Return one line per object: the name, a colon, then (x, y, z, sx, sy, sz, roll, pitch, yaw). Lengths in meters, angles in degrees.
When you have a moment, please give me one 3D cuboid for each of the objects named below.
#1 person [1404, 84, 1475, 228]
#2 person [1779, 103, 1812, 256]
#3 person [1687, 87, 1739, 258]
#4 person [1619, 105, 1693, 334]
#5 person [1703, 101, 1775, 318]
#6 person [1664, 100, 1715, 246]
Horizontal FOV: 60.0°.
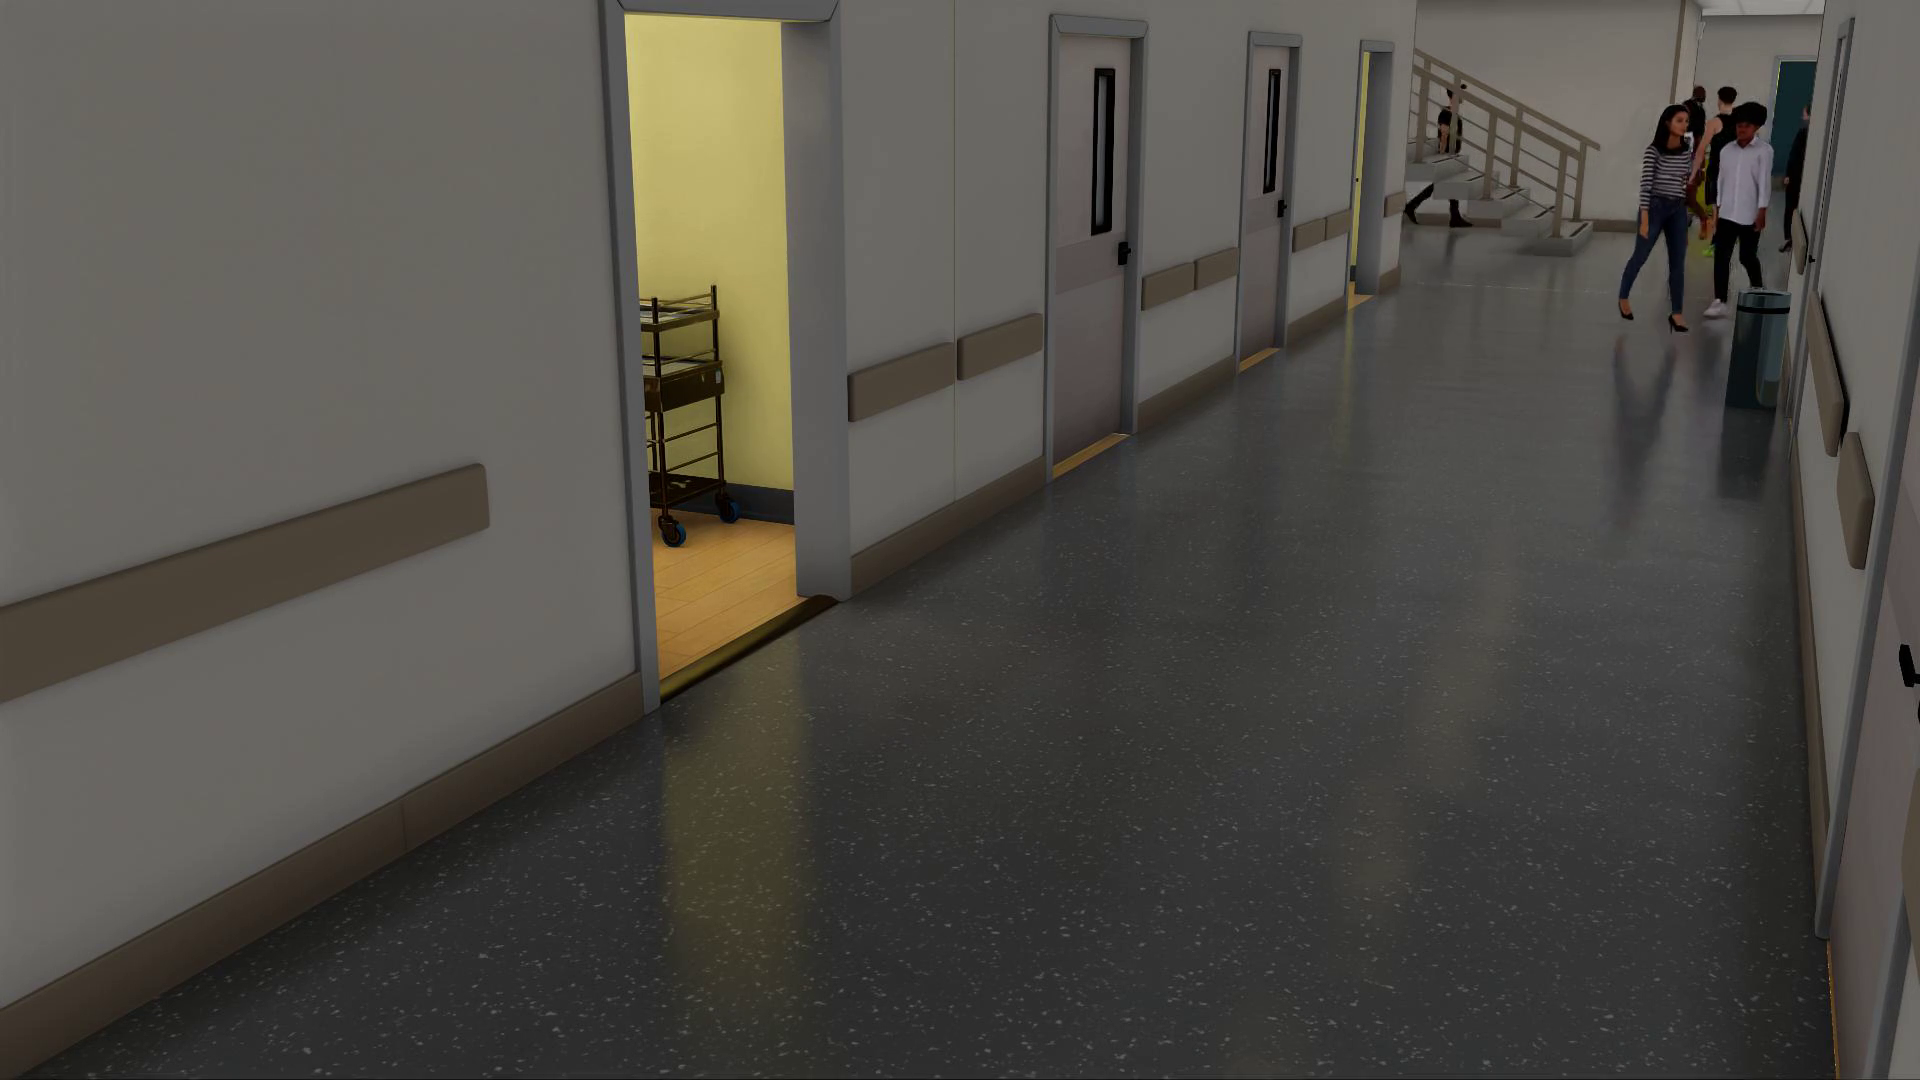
person: (6.393, -5.098, 22.179, 1.208, 1.861, 0.728, 6, 17, 19)
person: (9.597, -4.061, 18.814, 0.912, 1.691, 0.940, -2, 16, -9)
person: (8.598, -4.093, 18.608, 0.929, 1.864, 0.990, -5, 16, -16)
person: (5.548, -2.539, 13.318, 1.153, 1.743, 1.126, -4, 16, -13)
person: (6.696, -2.799, 14.163, 0.967, 1.785, 1.045, -14, 21, -40)
person: (8.752, -4.372, 19.891, 0.951, 1.704, 0.894, -7, 17, -22)
